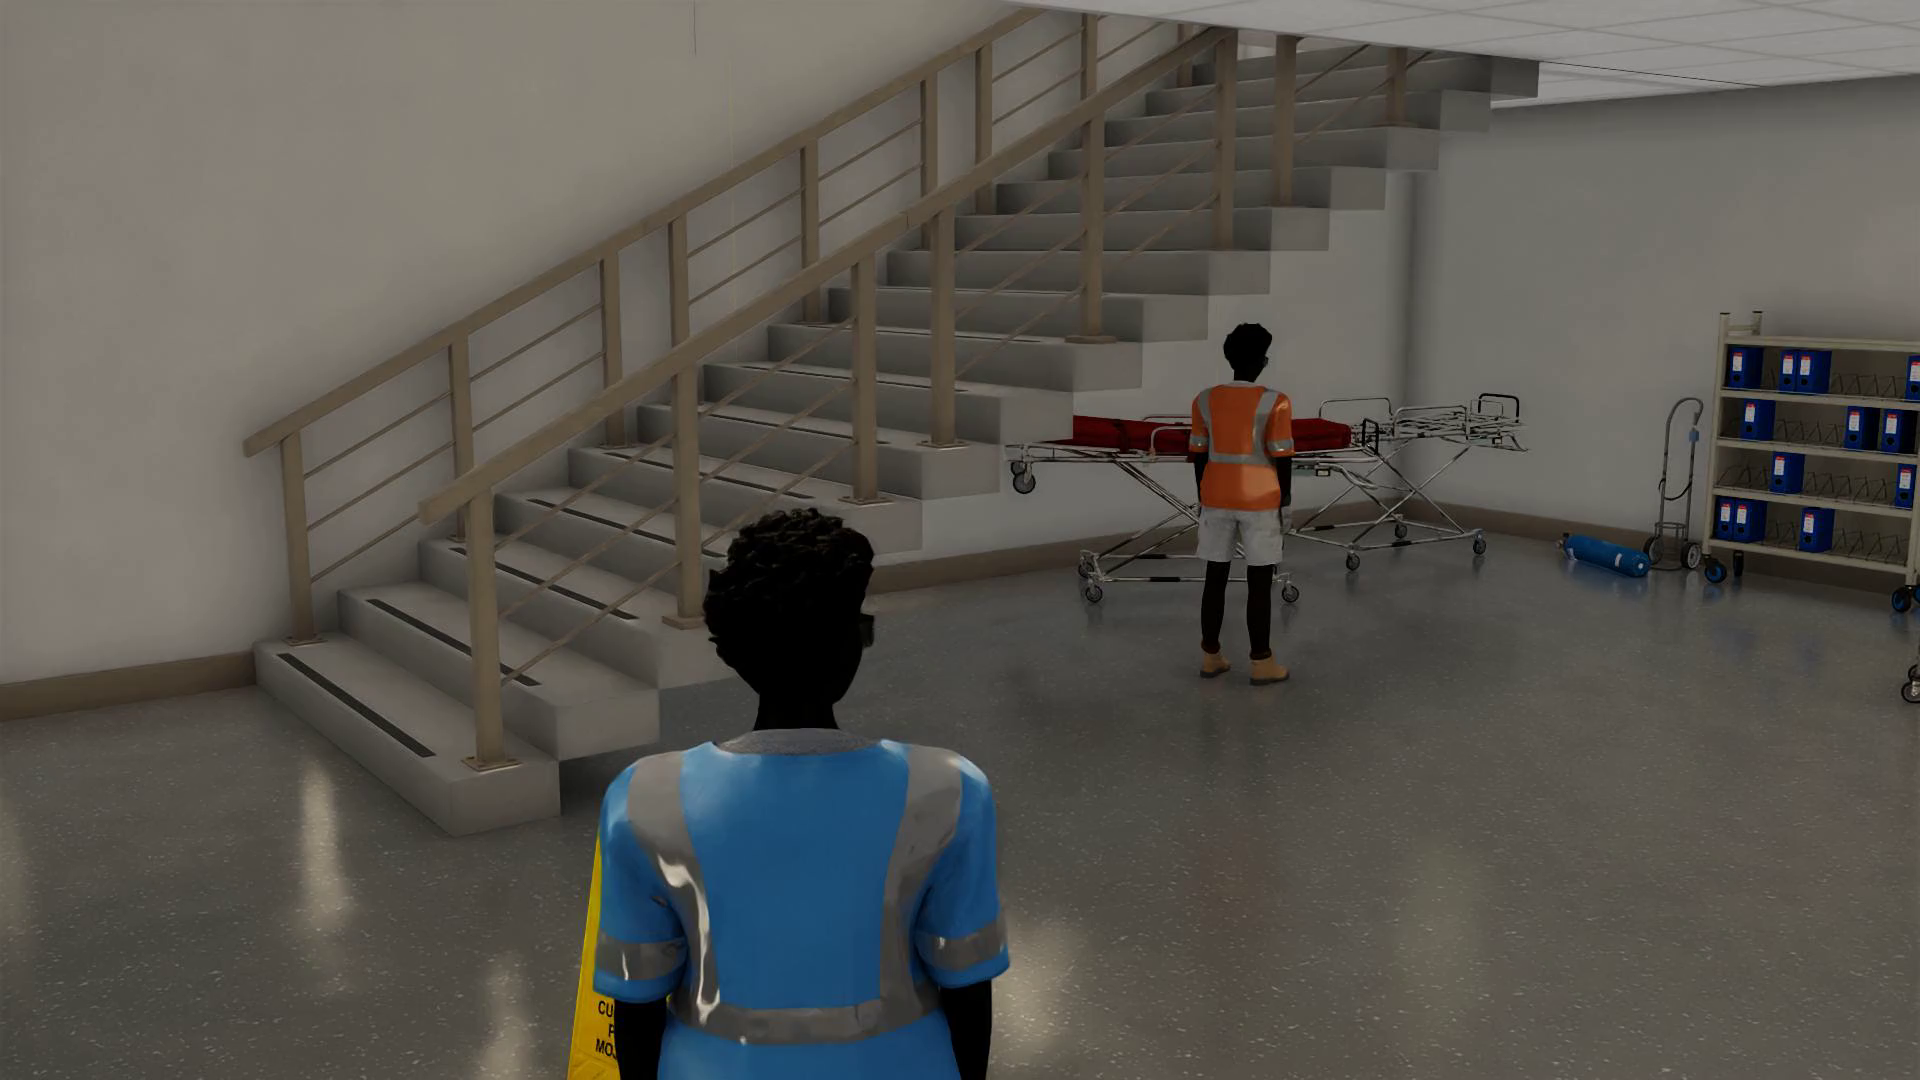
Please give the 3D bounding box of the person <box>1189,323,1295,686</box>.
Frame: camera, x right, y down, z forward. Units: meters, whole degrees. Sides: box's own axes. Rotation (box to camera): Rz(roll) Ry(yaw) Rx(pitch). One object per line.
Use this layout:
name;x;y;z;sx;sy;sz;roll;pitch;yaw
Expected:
person;1.324;-0.165;7.793;0.532;1.693;0.319;7;12;36

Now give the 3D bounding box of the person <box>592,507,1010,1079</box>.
person;-0.203;0.801;2.212;0.536;1.699;0.322;0;10;-3
